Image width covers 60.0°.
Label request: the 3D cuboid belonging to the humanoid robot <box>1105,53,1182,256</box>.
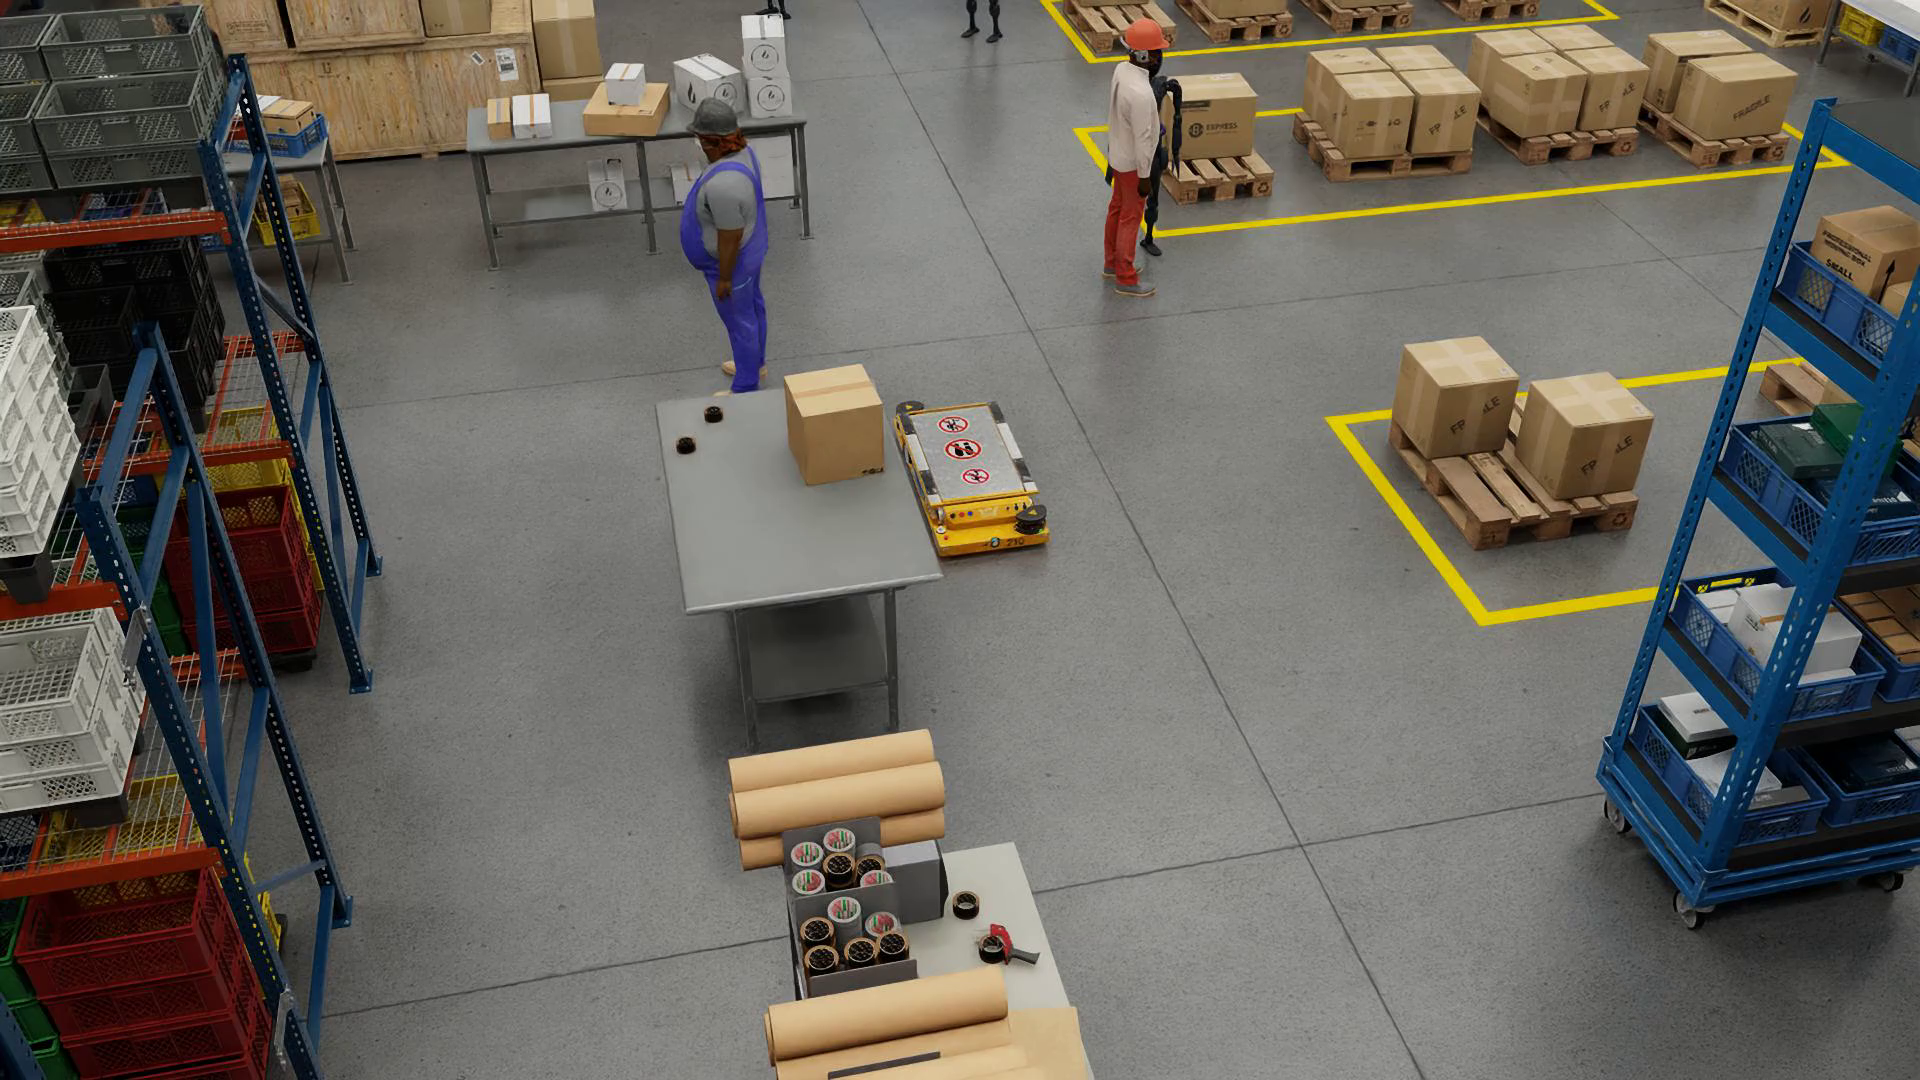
[{"bbox_3d":[1.339,-2.845,12.196,0.569,1.651,0.327,-7,37,-9],"label":"humanoid robot"}]

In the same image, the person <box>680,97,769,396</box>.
[{"bbox_3d":[-1.485,-1.808,10.501,0.537,2.000,0.679,3,37,5],"label":"person"}]

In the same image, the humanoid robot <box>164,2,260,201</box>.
[{"bbox_3d":[-5.897,-3.422,13.006,0.619,1.628,0.675,20,41,24],"label":"humanoid robot"}]

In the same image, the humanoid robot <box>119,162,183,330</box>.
[{"bbox_3d":[-5.369,-2.020,11.077,0.320,1.657,0.611,-26,44,-30],"label":"humanoid robot"}]

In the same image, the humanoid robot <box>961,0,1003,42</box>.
[{"bbox_3d":[0.194,-5.613,15.917,0.578,1.649,0.337,18,40,23],"label":"humanoid robot"}]

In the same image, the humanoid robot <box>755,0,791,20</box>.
[{"bbox_3d":[-1.914,-5.961,16.384,0.335,1.651,0.570,-28,45,-32],"label":"humanoid robot"}]

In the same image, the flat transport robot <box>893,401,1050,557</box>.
[{"bbox_3d":[0.046,-0.430,10.108,0.652,0.197,1.431,-8,37,-10],"label":"flat transport robot"}]

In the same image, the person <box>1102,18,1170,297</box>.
[{"bbox_3d":[1.225,-2.683,11.715,0.379,1.993,0.621,-7,37,-9],"label":"person"}]
